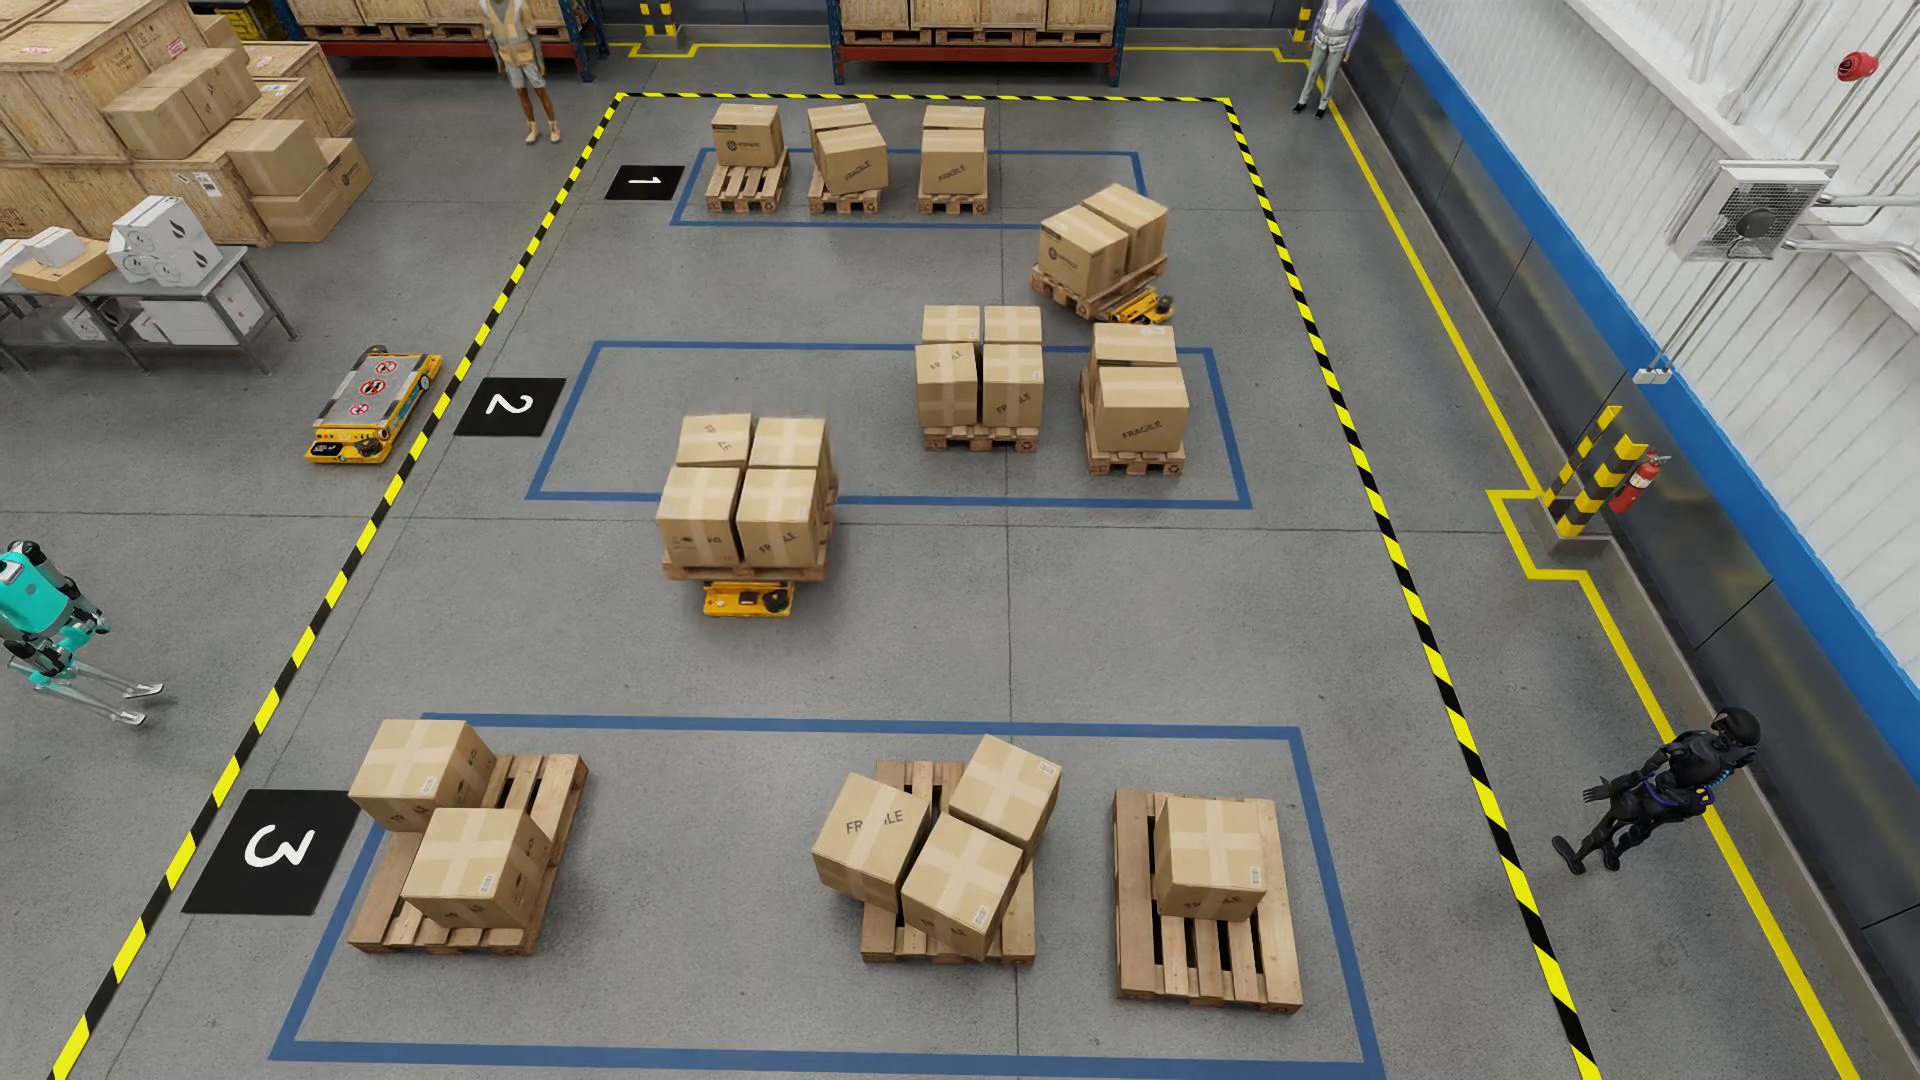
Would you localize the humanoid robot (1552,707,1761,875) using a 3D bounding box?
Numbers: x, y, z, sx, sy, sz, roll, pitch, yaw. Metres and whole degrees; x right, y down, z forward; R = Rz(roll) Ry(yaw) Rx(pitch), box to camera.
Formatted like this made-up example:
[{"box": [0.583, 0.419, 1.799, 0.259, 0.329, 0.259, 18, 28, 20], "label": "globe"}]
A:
[{"box": [3.955, 1.445, 5.212, 0.599, 1.657, 0.315, -1, 50, -1], "label": "humanoid robot"}]

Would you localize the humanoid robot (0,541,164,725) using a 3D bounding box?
[{"box": [-5.855, 0.605, 5.805, 0.735, 1.677, 0.533, 0, 50, 0], "label": "humanoid robot"}]

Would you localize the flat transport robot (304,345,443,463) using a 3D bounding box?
[{"box": [-5.383, -1.269, 8.441, 0.659, 0.231, 1.431, 1, 50, 1], "label": "flat transport robot"}]

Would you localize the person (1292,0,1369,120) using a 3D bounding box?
[{"box": [4.753, -6.359, 11.722, 0.588, 1.834, 0.403, 29, 56, 22], "label": "person"}]

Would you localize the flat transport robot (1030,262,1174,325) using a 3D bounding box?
[{"box": [1.469, -2.606, 9.554, 0.652, 0.197, 1.431, -35, 58, -26], "label": "flat transport robot"}]

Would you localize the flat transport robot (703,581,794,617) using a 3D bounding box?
[{"box": [-1.611, -0.016, 7.363, 0.652, 0.197, 1.431, 1, 50, 1], "label": "flat transport robot"}]

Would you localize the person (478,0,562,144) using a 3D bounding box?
[{"box": [-5.381, -5.880, 11.182, 0.605, 2.044, 0.370, -1, 50, -1], "label": "person"}]
